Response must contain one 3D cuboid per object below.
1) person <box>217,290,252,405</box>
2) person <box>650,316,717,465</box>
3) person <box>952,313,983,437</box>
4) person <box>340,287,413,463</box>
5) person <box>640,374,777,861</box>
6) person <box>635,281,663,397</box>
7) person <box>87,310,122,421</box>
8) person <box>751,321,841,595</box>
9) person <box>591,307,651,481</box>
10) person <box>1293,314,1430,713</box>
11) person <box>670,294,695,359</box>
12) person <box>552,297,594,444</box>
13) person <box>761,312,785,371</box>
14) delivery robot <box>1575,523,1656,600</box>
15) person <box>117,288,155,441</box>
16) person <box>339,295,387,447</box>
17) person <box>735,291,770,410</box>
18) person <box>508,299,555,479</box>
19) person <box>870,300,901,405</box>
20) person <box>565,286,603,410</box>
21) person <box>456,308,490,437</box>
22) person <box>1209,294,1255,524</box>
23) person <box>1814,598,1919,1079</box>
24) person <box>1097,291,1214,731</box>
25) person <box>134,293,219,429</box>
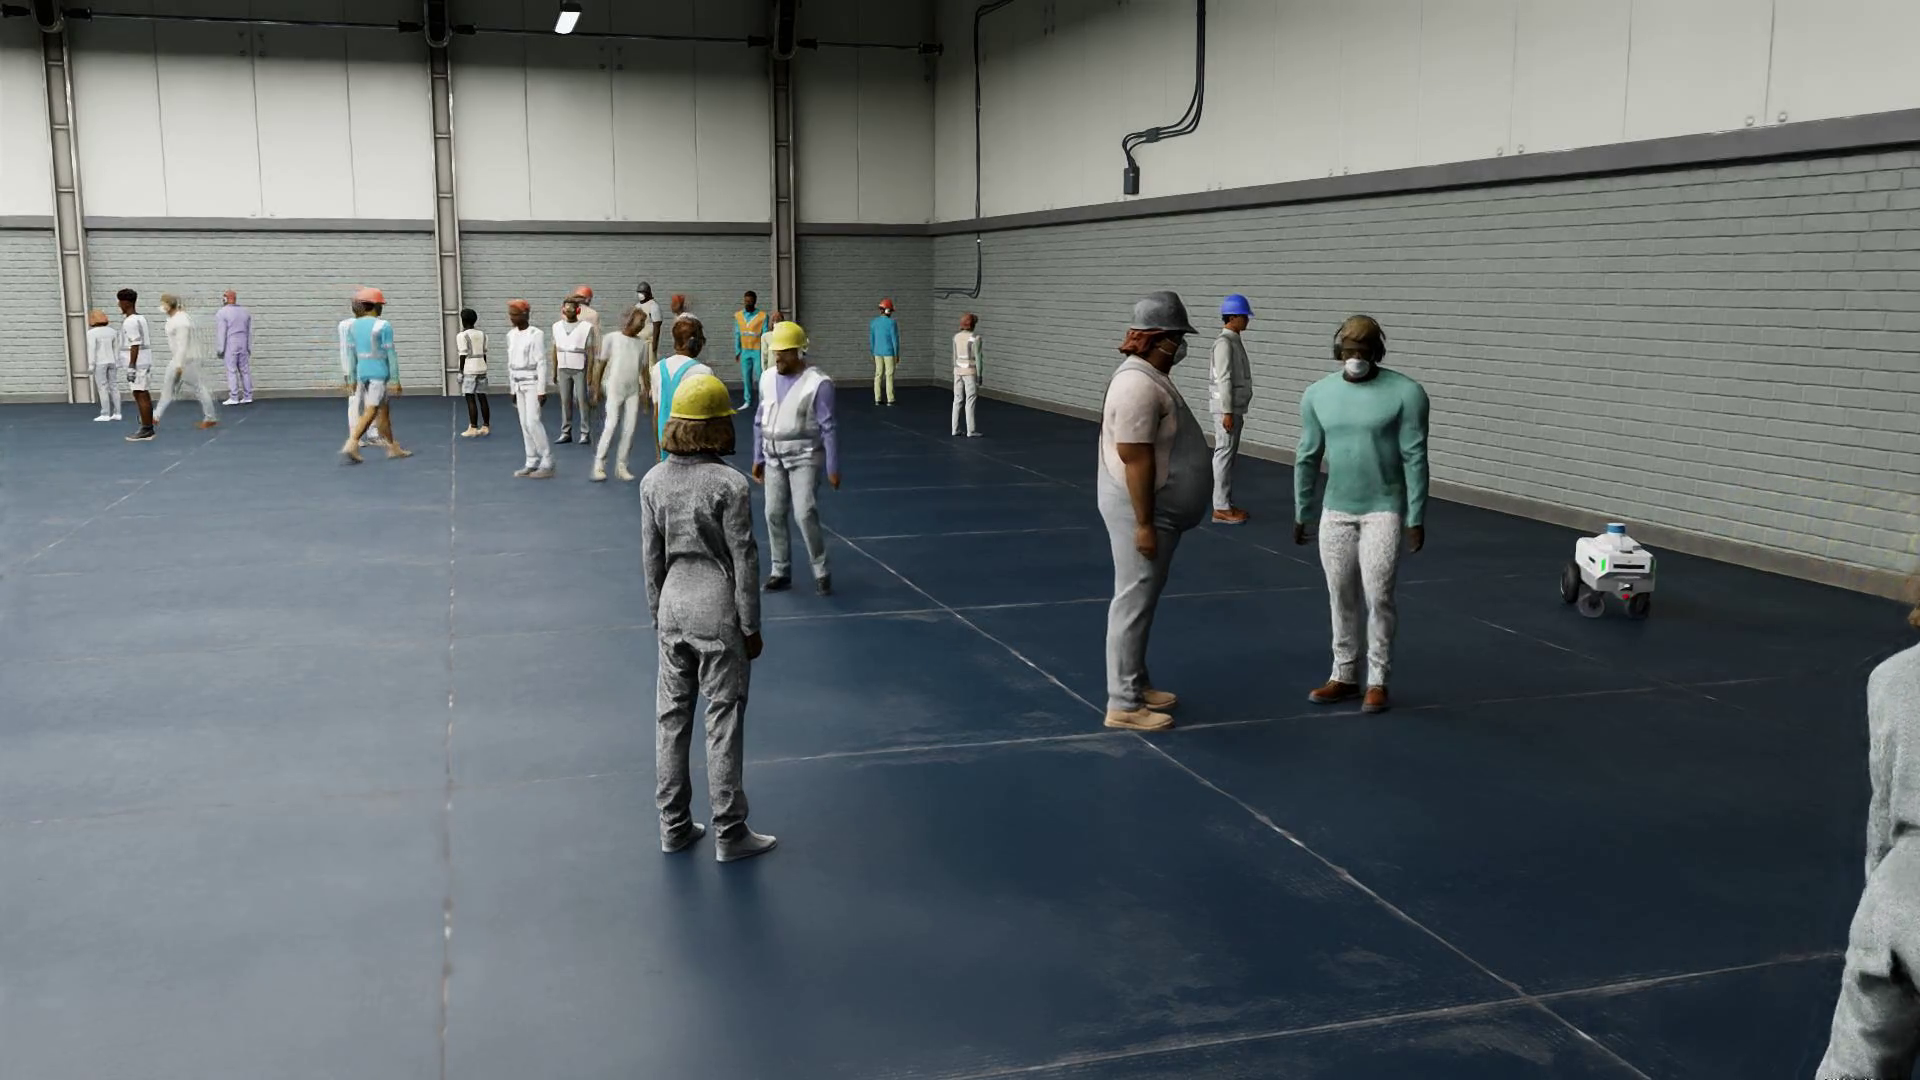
[{"bbox_3d":[-12.085,-3.199,27.651,0.403,1.904,0.652,4,10,25],"label":"person"},{"bbox_3d":[-1.842,-0.584,11.199,0.517,1.836,0.349,5,10,28],"label":"person"},{"bbox_3d":[0.094,-2.173,21.988,0.510,1.630,0.316,9,12,44],"label":"person"},{"bbox_3d":[-6.700,-1.876,18.920,0.618,2.003,1.044,5,10,30],"label":"person"},{"bbox_3d":[-0.911,0.279,5.974,0.487,1.744,0.294,5,10,28],"label":"person"},{"bbox_3d":[-5.589,-3.532,29.339,0.687,2.000,0.538,8,12,42],"label":"person"},{"bbox_3d":[-12.593,-2.562,24.450,0.268,1.631,0.507,3,9,19],"label":"person"},{"bbox_3d":[-1.094,-0.529,10.959,0.664,1.811,0.429,6,11,33],"label":"person"},{"bbox_3d":[-3.470,-1.489,17.110,0.630,1.792,0.333,-6,11,-33],"label":"person"},{"bbox_3d":[1.914,-0.122,7.989,0.656,1.922,0.405,6,11,35],"label":"person"},{"bbox_3d":[-4.167,-2.698,24.581,0.622,1.862,0.578,-5,10,-29],"label":"person"},{"bbox_3d":[-4.884,-2.135,21.036,0.565,1.850,0.390,2,9,13],"label":"person"},{"bbox_3d":[-2.519,-2.358,23.181,0.499,1.627,0.279,0,9,-2],"label":"person"},{"bbox_3d":[4.079,0.137,10.361,0.477,0.478,0.707,1,9,8],"label":"delivery robot"},{"bbox_3d":[-10.643,-2.263,21.487,0.369,1.963,0.609,-2,9,-13],"label":"person"},{"bbox_3d":[-7.427,-2.100,20.711,0.355,1.882,0.576,6,11,35],"label":"person"},{"bbox_3d":[-3.287,-2.997,26.397,0.598,1.899,0.421,4,10,23],"label":"person"},{"bbox_3d":[-4.511,-1.573,17.393,0.597,1.878,0.353,9,12,44],"label":"person"},{"bbox_3d":[-1.219,-3.093,27.485,0.563,1.741,0.339,6,11,35],"label":"person"},{"bbox_3d":[-5.931,-3.022,26.304,0.638,1.969,0.466,4,10,22],"label":"person"},{"bbox_3d":[-6.436,-2.206,21.962,0.319,1.698,0.539,4,10,25],"label":"person"},{"bbox_3d":[2.315,-1.121,14.246,0.380,1.950,0.605,3,9,16],"label":"person"},{"bbox_3d":[1.824,0.751,3.103,0.905,1.695,0.493,-2,9,-13],"label":"person"},{"bbox_3d":[0.915,-0.151,7.771,0.536,2.000,0.684,2,9,10],"label":"person"},{"bbox_3d":[-10.772,-2.427,22.808,1.080,1.870,0.653,-8,12,-40],"label":"person"}]
